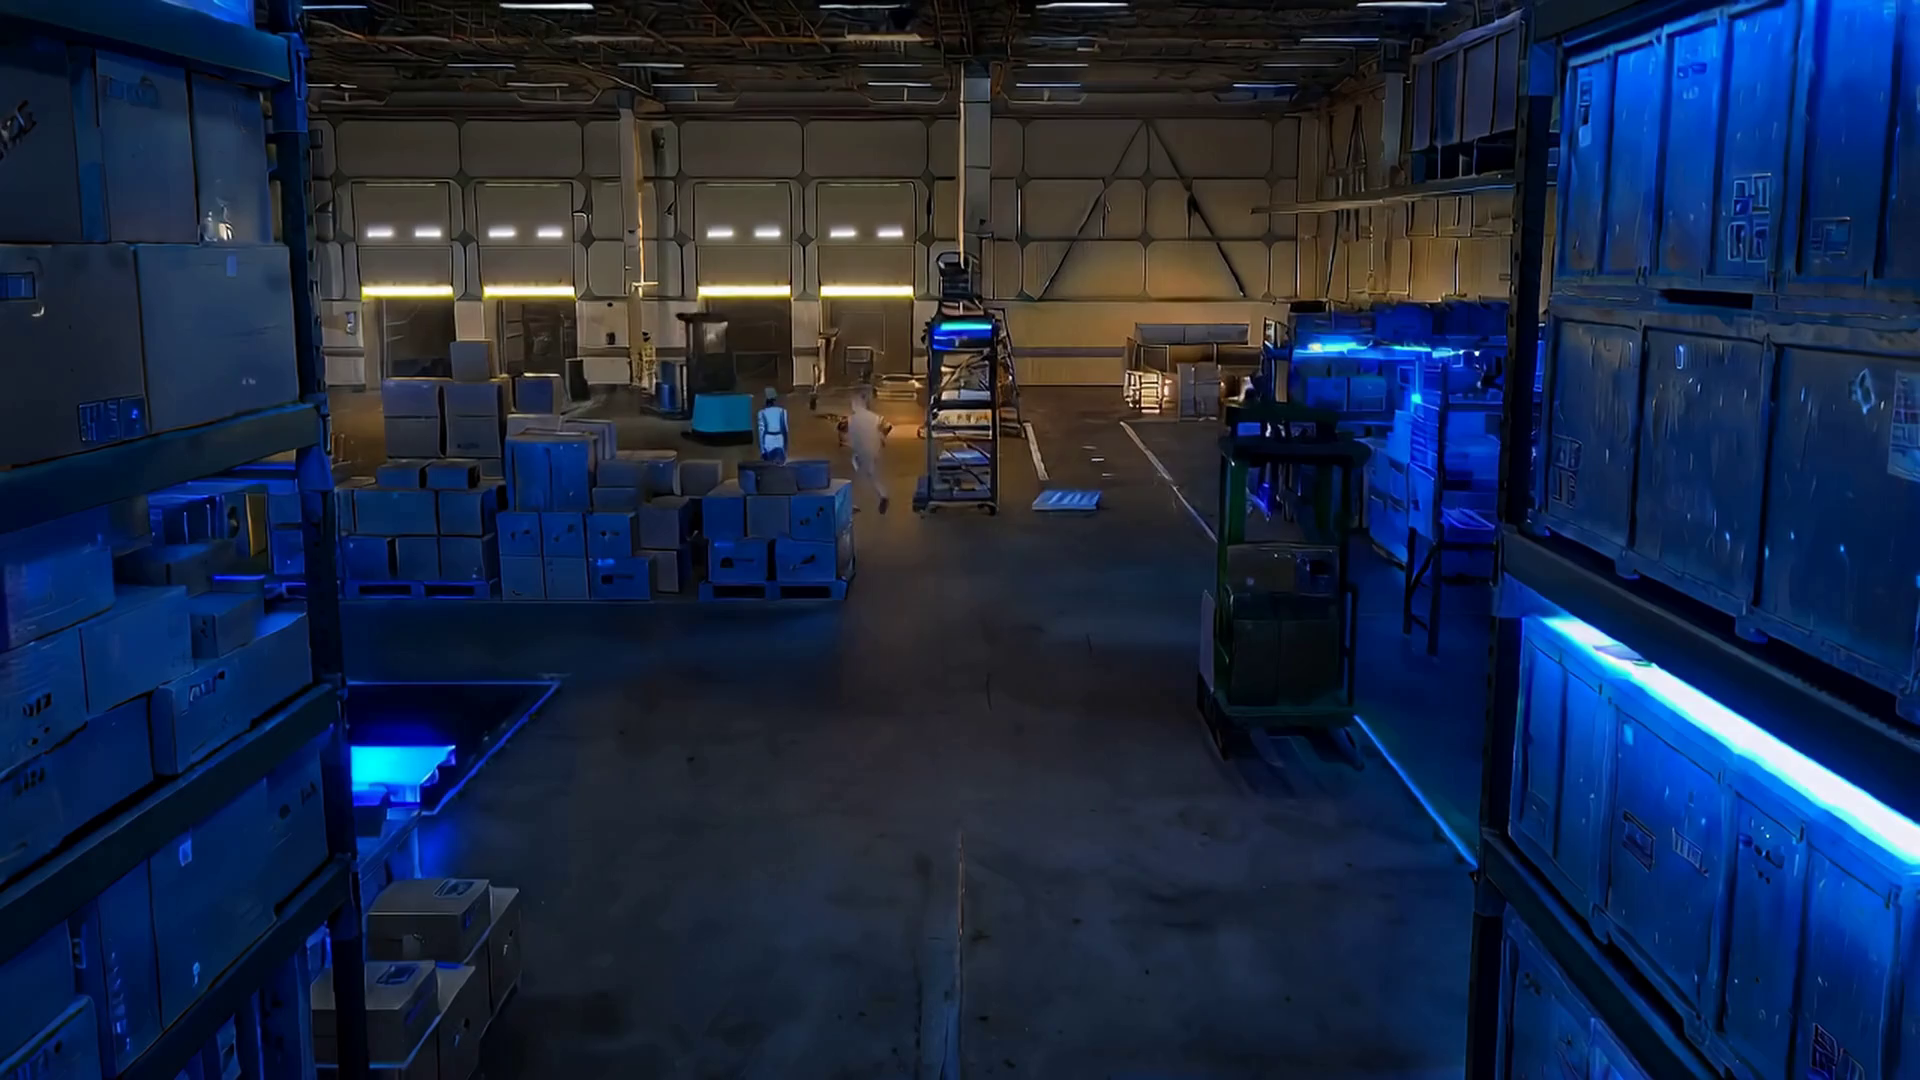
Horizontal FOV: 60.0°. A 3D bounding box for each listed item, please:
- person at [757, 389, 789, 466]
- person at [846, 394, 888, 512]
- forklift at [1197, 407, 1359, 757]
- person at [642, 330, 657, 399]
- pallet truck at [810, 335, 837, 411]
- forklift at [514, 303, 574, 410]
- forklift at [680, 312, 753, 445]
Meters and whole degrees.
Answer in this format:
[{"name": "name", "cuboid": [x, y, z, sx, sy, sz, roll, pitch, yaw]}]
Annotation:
[{"name": "person", "cuboid": [-3.119, -1.574, 27.684, 0.559, 1.880, 1.017, -4, 10, -20]}, {"name": "person", "cuboid": [-1.503, -1.360, 26.350, 0.625, 1.919, 0.841, -7, 12, -35]}, {"name": "forklift", "cuboid": [2.693, 0.256, 14.223, 1.129, 2.768, 1.873, 0, 10, 1]}, {"name": "person", "cuboid": [-8.812, -4.974, 47.152, 0.389, 1.930, 0.544, -7, 12, -37]}, {"name": "pallet truck", "cuboid": [-3.021, -4.312, 43.126, 1.885, 1.965, 0.823, 3, 10, 17]}, {"name": "forklift", "cuboid": [-10.721, -4.667, 42.626, 1.129, 2.768, 1.873, 0, 10, 1]}, {"name": "forklift", "cuboid": [-5.312, -3.541, 36.133, 1.129, 2.768, 1.873, -5, 11, -25]}]
